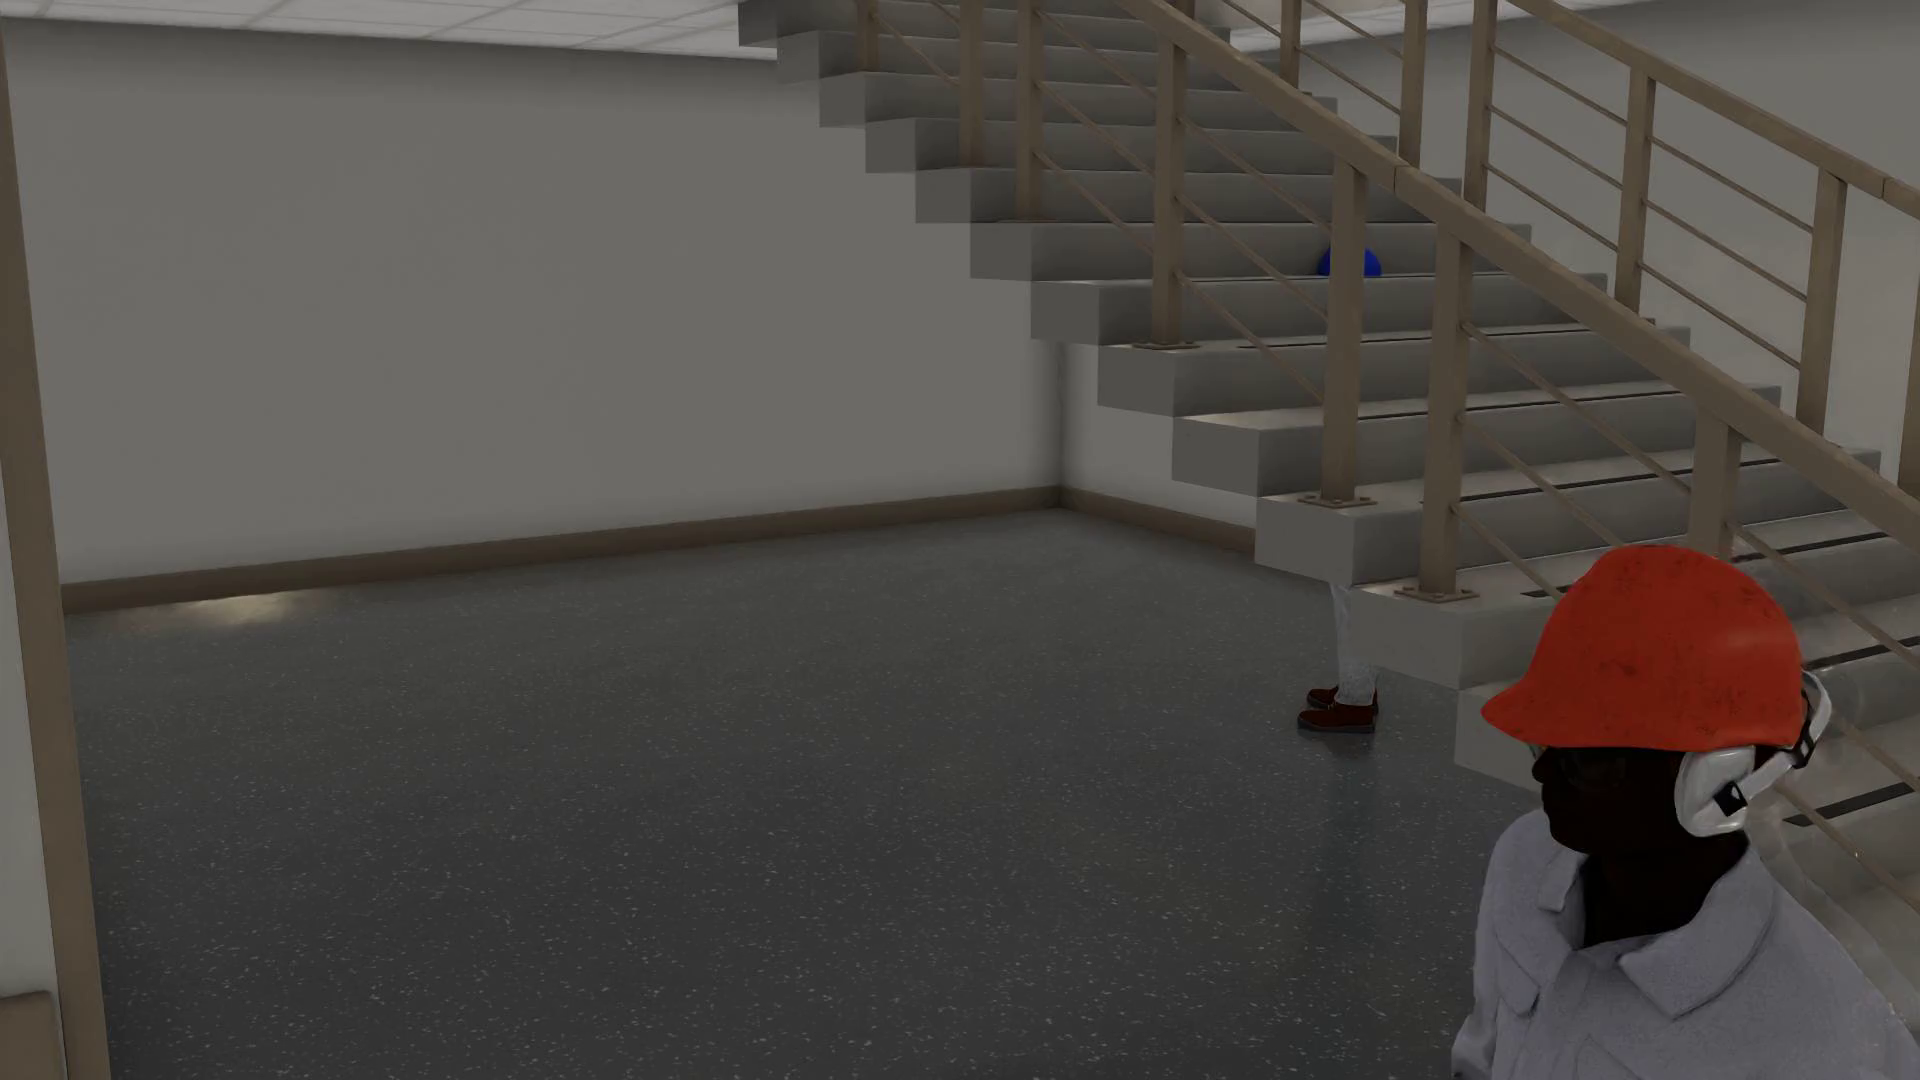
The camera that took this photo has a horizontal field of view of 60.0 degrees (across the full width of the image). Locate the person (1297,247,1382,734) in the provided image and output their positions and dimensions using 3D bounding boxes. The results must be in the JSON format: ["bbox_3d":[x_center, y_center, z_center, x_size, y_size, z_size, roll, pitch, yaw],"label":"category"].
[{"bbox_3d":[1.550,-0.201,6.644,0.405,1.945,0.615,4,11,20],"label":"person"}]

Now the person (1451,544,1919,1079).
[{"bbox_3d":[0.754,0.846,1.689,0.668,1.733,0.563,-1,11,-7],"label":"person"}]
